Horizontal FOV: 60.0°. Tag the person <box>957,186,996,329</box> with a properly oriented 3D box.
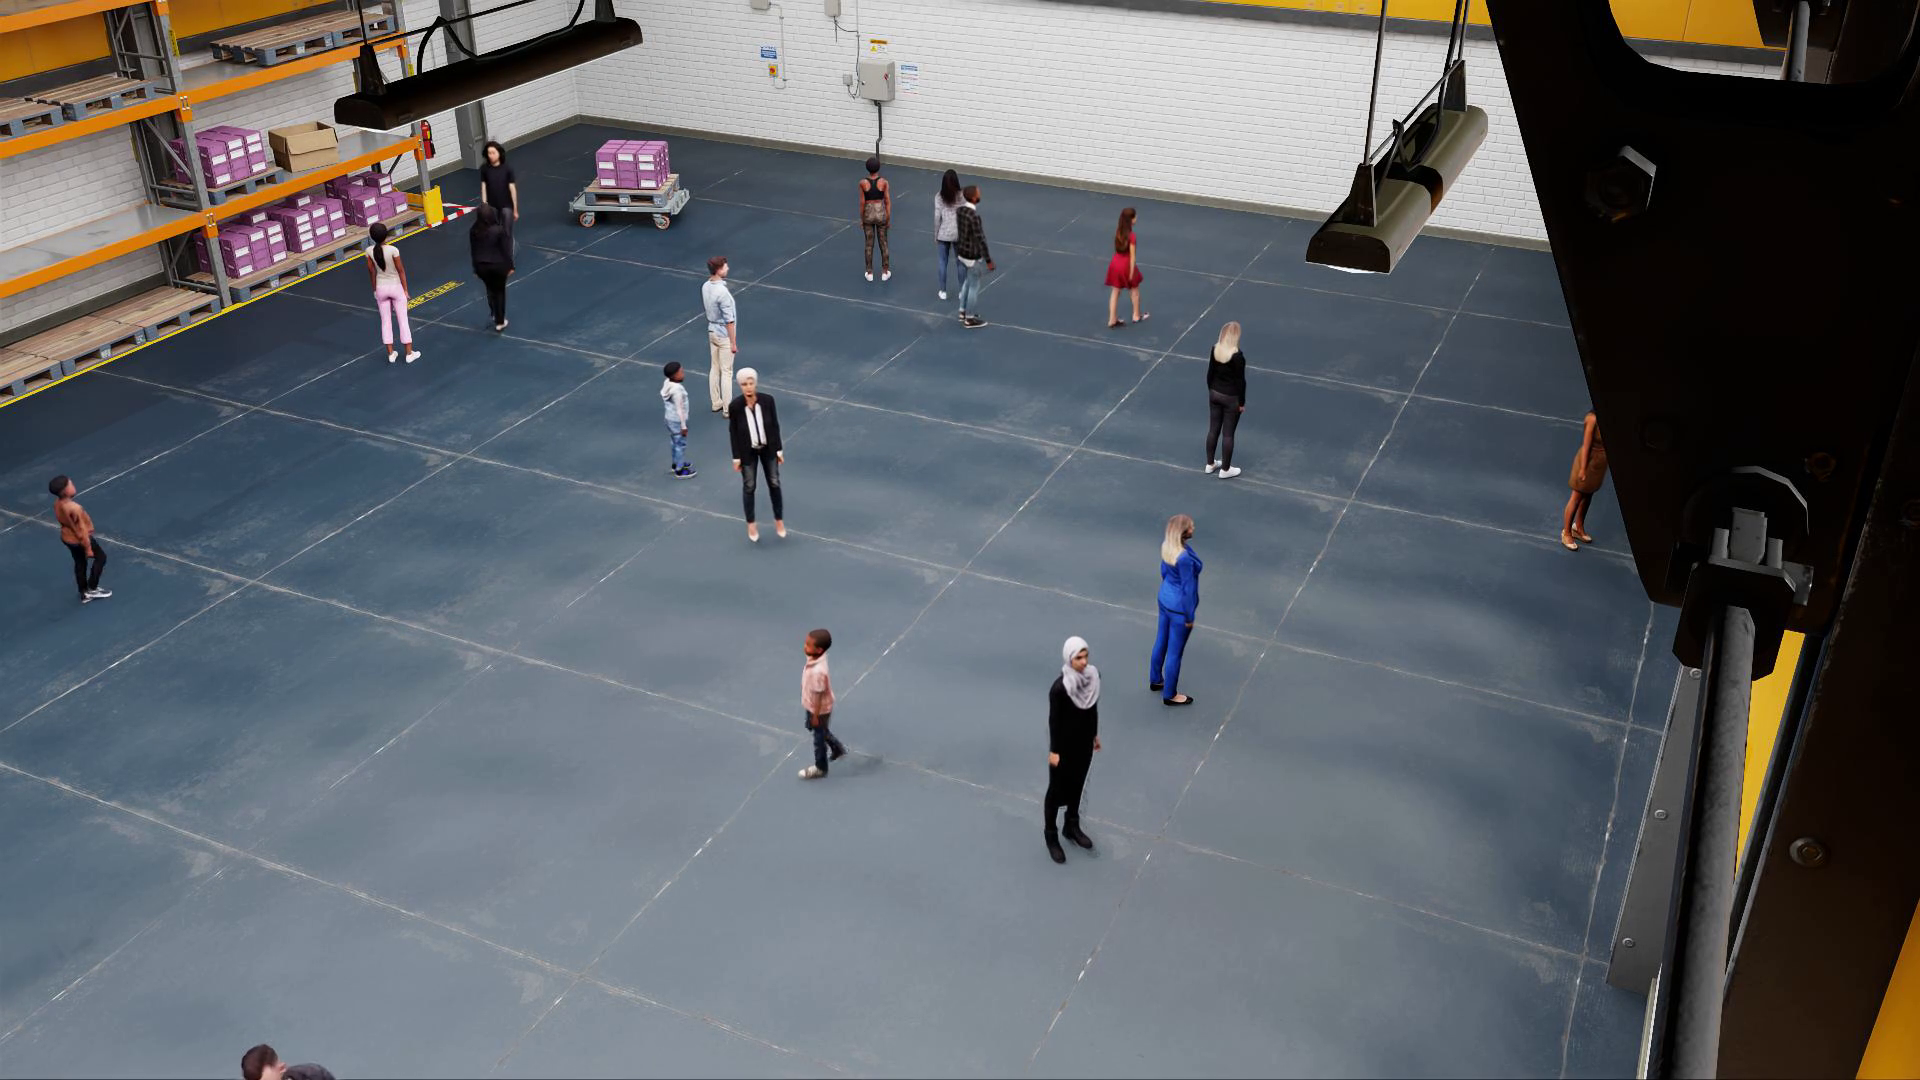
[{"bbox_3d":[0.105,-3.563,20.963,0.848,1.817,0.805,-13,31,-22],"label":"person"}]

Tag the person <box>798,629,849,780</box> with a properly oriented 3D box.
[{"bbox_3d":[-1.021,1.241,12.695,0.725,1.301,0.672,-3,29,-5],"label":"person"}]

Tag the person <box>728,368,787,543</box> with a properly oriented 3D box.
[{"bbox_3d":[-1.888,-0.827,15.834,0.836,1.780,0.790,-7,29,-13],"label":"person"}]

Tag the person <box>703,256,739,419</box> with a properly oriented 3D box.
[{"bbox_3d":[-2.670,-2.285,18.588,0.713,1.847,0.728,-19,34,-31],"label":"person"}]

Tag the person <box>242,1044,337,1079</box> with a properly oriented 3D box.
[{"bbox_3d":[-3.379,3.173,8.627,0.778,1.804,0.874,-18,34,-30],"label":"person"}]

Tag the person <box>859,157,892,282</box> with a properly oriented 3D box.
[{"bbox_3d":[-1.151,-4.355,22.536,0.657,1.700,0.674,-1,29,-3],"label":"person"}]

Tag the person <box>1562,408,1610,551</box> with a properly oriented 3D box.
[{"bbox_3d":[6.034,-0.722,15.887,0.584,1.689,0.692,-20,34,-32],"label":"person"}]

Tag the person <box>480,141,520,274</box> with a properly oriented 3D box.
[{"bbox_3d":[-6.305,-4.620,22.894,0.822,1.823,0.903,0,29,0],"label":"person"}]

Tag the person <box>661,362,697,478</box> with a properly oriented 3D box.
[{"bbox_3d":[-2.962,-1.275,17.351,0.612,1.258,0.559,-14,32,-24],"label":"person"}]

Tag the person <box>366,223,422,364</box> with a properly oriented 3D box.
[{"bbox_3d":[-6.841,-2.975,19.963,0.644,1.742,0.638,1,29,1],"label":"person"}]

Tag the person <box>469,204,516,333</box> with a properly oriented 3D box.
[{"bbox_3d":[-5.898,-3.386,20.862,0.766,1.602,0.799,2,29,4],"label":"person"}]

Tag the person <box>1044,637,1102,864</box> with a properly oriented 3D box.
[{"bbox_3d":[0.786,1.455,11.801,0.625,1.779,0.738,-19,34,-31],"label":"person"}]

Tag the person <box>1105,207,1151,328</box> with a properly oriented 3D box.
[{"bbox_3d":[2.013,-3.426,21.007,0.899,1.534,0.720,-24,37,-37],"label":"person"}]

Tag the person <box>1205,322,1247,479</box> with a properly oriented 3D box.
[{"bbox_3d":[2.744,-1.459,17.242,0.669,1.685,0.688,-23,36,-36],"label":"person"}]

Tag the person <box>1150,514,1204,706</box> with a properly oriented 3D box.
[{"bbox_3d":[1.749,0.548,13.548,0.761,1.700,0.695,-9,30,-16],"label":"person"}]

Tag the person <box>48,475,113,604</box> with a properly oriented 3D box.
[{"bbox_3d":[-8.009,0.020,14.989,0.561,1.246,0.531,17,33,28],"label":"person"}]

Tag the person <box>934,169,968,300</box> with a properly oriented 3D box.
[{"bbox_3d":[-0.115,-4.028,21.903,0.682,1.732,0.654,1,29,2],"label":"person"}]
